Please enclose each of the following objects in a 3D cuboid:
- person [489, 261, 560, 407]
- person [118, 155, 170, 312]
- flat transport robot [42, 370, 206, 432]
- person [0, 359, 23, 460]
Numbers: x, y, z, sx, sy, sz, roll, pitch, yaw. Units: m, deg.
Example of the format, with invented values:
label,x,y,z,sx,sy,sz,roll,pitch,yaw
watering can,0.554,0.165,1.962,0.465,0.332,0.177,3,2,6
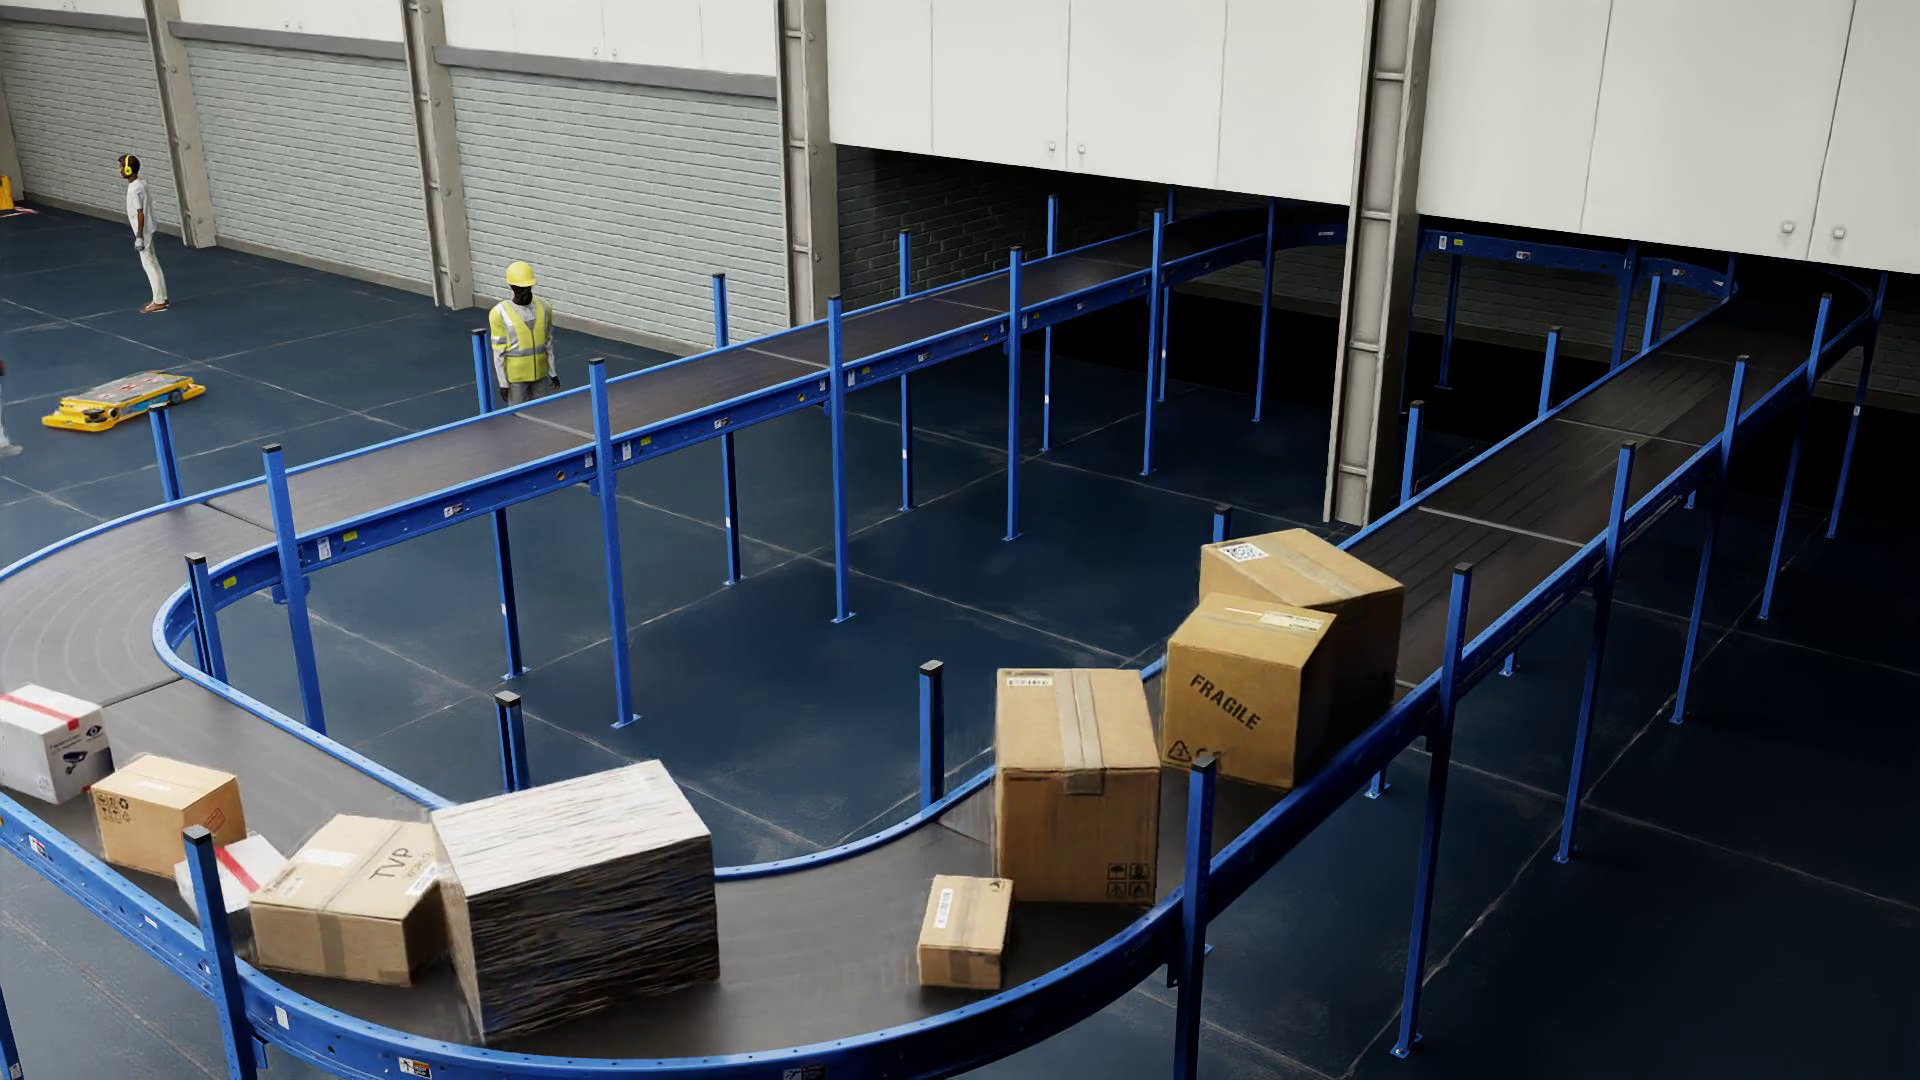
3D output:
label,x,y,z,sx,sy,sz,roll,pitch,yaw
person,-3.677,-1.421,14.171,0.384,1.928,0.589,19,29,40
person,-9.832,-3.680,19.987,0.315,1.869,0.534,-5,22,-12
flat transport robot,-8.180,-1.382,16.299,0.652,0.197,1.431,7,23,17
person,-8.762,-1.675,14.824,0.687,1.929,0.456,14,26,32
